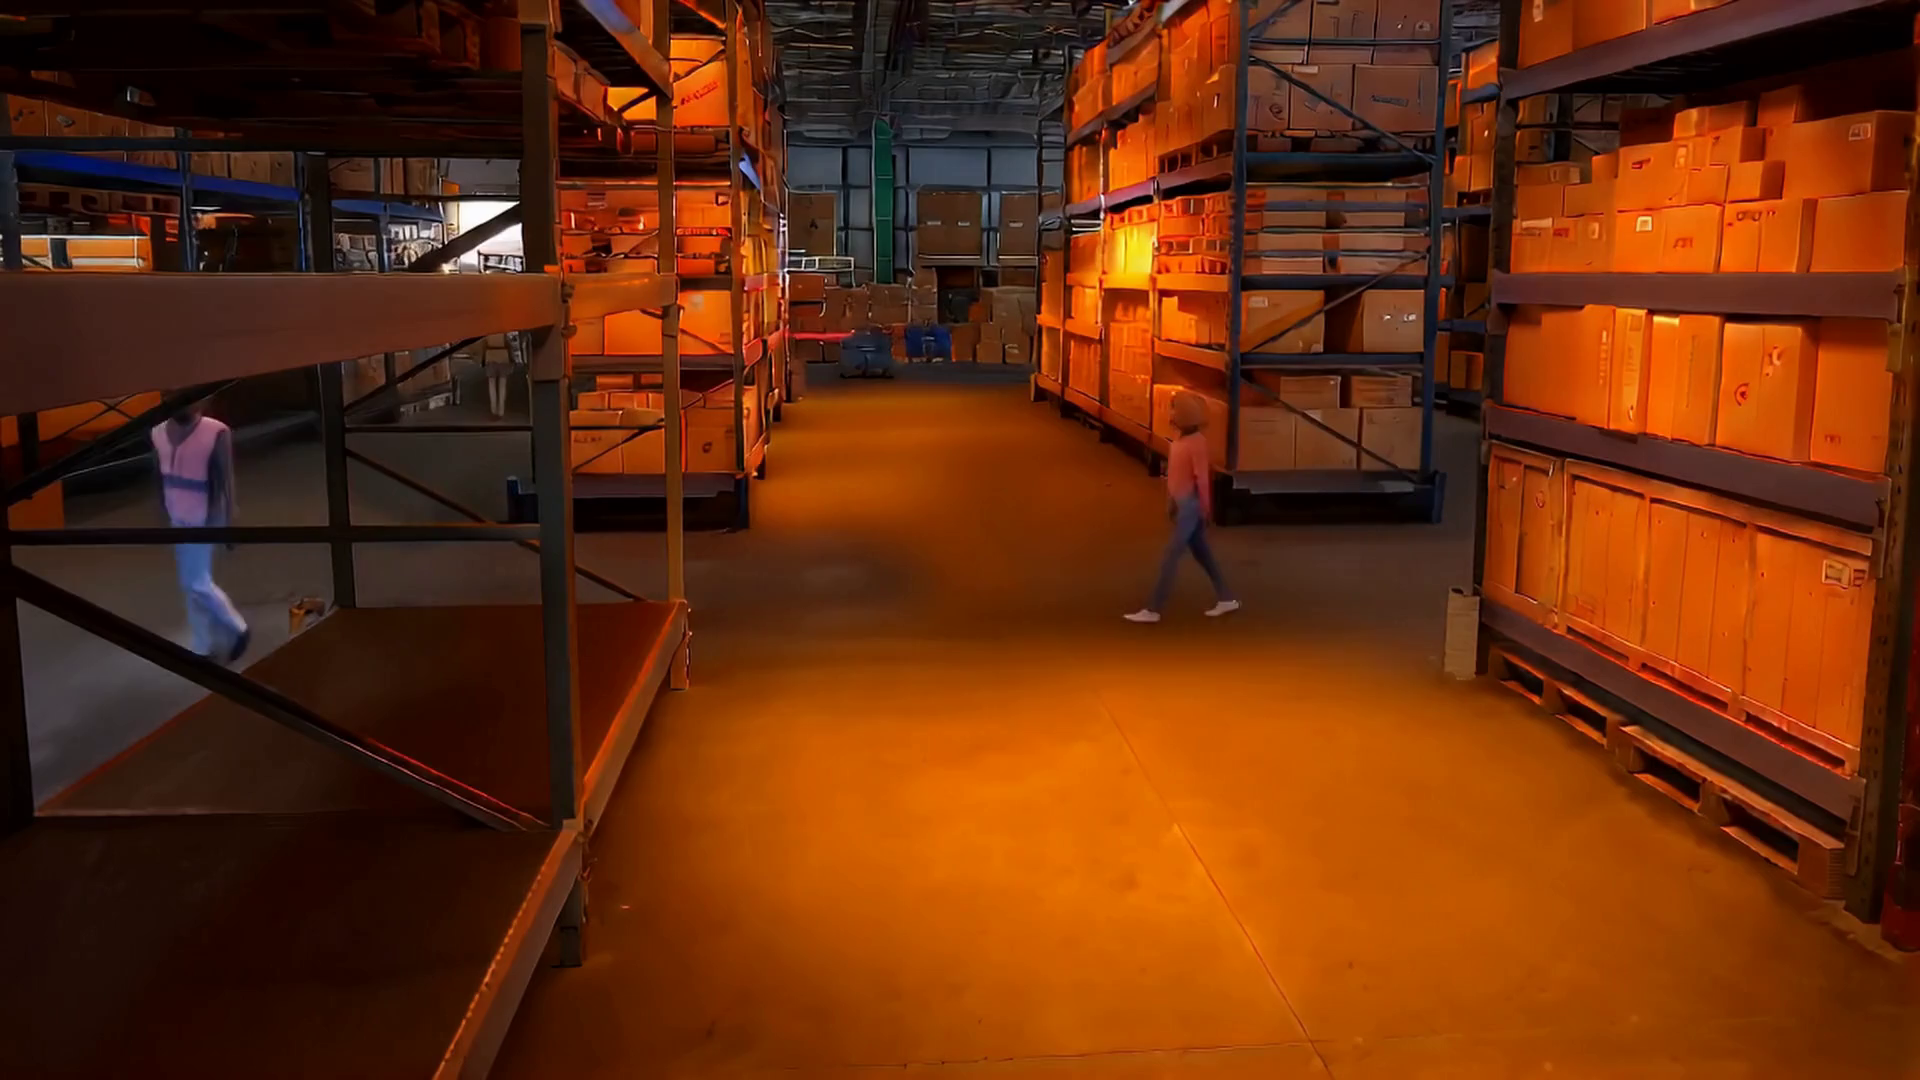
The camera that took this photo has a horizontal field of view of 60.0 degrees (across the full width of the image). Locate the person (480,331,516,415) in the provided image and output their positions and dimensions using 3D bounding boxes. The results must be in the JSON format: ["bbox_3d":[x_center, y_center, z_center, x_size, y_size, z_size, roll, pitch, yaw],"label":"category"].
[{"bbox_3d":[-7.998,-3.132,28.851,0.577,1.894,0.928,-2,9,-12],"label":"person"}]

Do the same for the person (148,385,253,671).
[{"bbox_3d":[-4.634,-0.104,10.079,0.600,1.825,0.431,5,10,30],"label":"person"}]

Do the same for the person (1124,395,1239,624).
[{"bbox_3d":[1.584,-0.218,11.547,0.869,1.588,0.522,-2,9,-11],"label":"person"}]

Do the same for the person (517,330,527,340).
[{"bbox_3d":[-16.283,-8.446,61.958,0.609,1.988,0.392,-5,10,-26],"label":"person"}]
